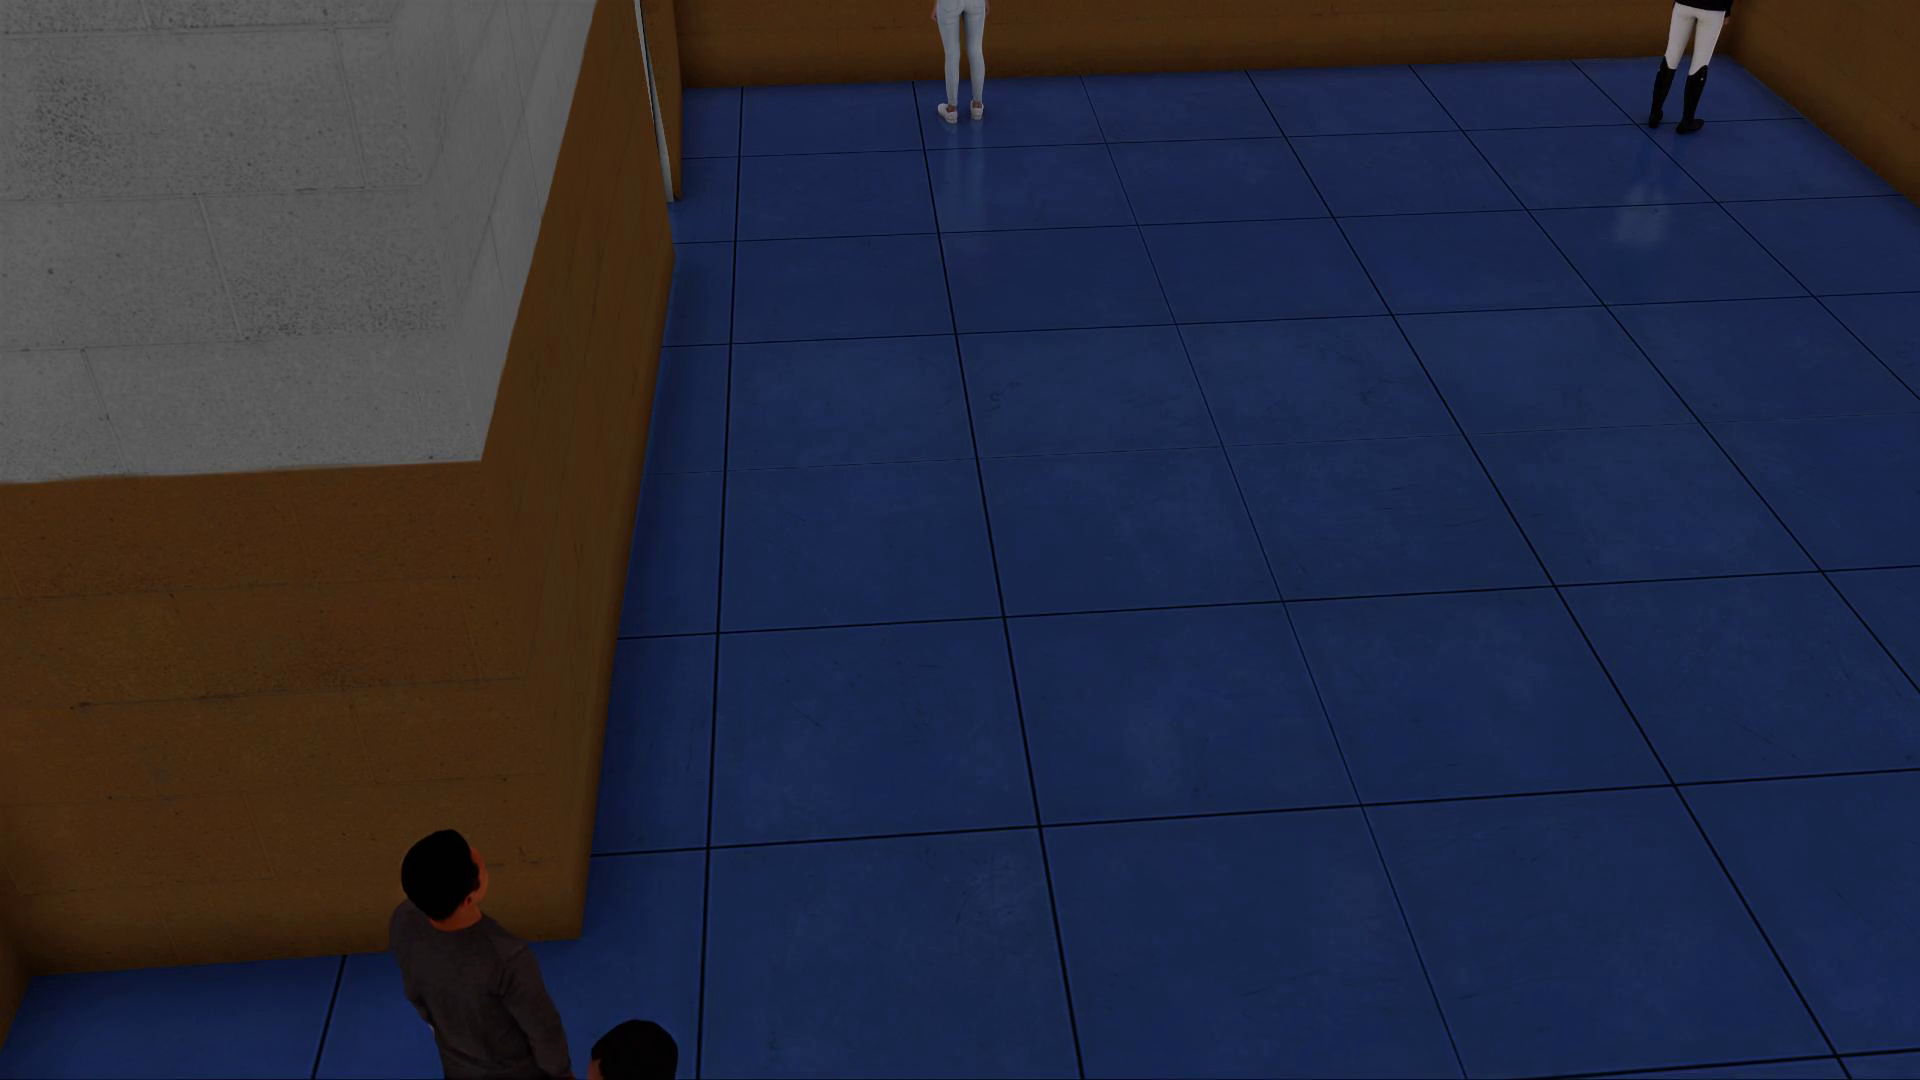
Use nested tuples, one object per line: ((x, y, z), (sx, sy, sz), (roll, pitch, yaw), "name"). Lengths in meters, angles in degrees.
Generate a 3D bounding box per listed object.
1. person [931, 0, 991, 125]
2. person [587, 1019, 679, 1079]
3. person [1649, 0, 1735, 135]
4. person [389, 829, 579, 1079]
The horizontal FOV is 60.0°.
((0.009, -3.880, 11.988), (0.538, 1.750, 0.676), (-8, 38, -10), "person")
((-0.777, 1.844, 4.368), (0.666, 1.743, 0.715), (29, 46, 33), "person")
((5.262, -3.761, 11.833), (0.665, 1.729, 0.725), (27, 44, 31), "person")
((-1.358, 1.496, 4.811), (0.648, 1.766, 0.781), (-12, 38, -15), "person")
